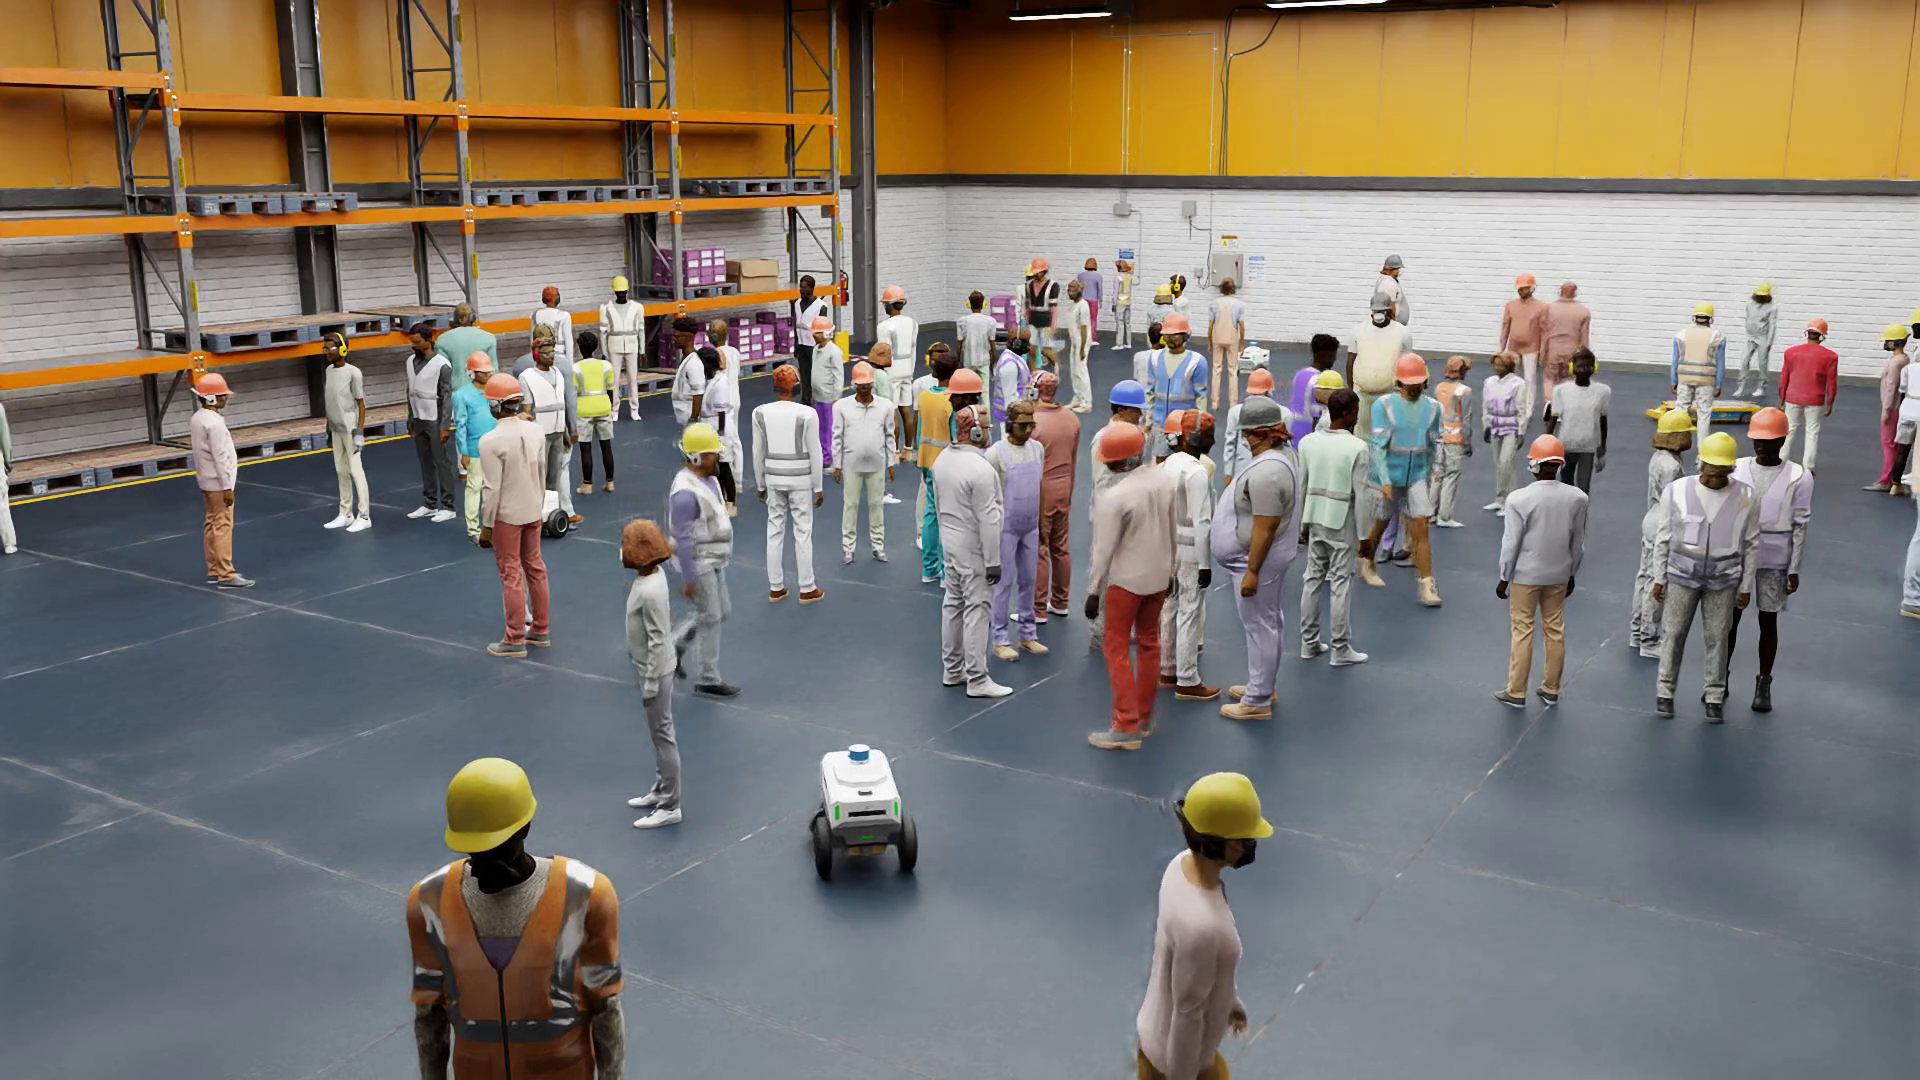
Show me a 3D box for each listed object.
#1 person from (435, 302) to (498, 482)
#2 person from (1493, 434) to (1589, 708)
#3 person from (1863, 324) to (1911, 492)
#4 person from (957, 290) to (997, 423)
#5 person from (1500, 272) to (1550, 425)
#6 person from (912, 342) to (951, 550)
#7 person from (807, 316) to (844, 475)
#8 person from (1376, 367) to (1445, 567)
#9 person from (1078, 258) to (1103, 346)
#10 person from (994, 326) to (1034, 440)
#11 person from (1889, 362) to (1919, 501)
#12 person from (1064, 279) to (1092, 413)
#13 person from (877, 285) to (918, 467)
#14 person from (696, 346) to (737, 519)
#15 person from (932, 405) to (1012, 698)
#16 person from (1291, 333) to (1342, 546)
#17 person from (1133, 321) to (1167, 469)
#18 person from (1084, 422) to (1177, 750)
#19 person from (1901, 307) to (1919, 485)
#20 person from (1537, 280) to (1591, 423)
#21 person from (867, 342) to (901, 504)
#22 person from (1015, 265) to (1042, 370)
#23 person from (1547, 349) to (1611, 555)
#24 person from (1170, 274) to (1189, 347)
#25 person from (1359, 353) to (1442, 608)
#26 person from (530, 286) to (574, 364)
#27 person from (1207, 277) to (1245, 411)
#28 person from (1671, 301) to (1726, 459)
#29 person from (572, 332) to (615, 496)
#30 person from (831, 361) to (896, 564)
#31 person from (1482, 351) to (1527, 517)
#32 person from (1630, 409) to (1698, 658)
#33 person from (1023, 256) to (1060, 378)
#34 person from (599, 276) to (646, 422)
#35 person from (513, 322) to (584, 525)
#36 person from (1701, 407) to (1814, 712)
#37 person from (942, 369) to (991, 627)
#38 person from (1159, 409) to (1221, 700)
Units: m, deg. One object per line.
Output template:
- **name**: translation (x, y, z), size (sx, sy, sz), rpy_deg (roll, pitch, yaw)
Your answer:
- **person**: translation (-5.287, -1.582, 17.910), size (0.629, 1.931, 0.374), rpy_deg (-4, 13, -15)
- **person**: translation (3.674, 0.197, 10.579), size (0.569, 1.751, 0.329), rpy_deg (-3, 13, -13)
- **person**: translation (9.734, -1.379, 17.412), size (0.342, 1.761, 0.525), rpy_deg (10, 16, 37)
- **person**: translation (0.203, -2.133, 20.460), size (0.509, 1.862, 0.328), rpy_deg (0, 13, 2)
- **person**: translation (7.376, -2.512, 21.806), size (0.623, 1.992, 0.395), rpy_deg (11, 17, 40)
- **person**: translation (-0.194, -0.834, 14.814), size (0.534, 1.863, 0.310), rpy_deg (-10, 16, -36)
- **person**: translation (-1.503, -1.601, 18.385), size (0.345, 1.746, 0.573), rpy_deg (-8, 15, -32)
- **person**: translation (3.852, -0.647, 14.224), size (0.523, 1.765, 0.333), rpy_deg (6, 14, 24)
- **person**: translation (2.415, -4.433, 30.950), size (0.493, 1.624, 0.281), rpy_deg (5, 14, 21)
- **person**: translation (0.552, -1.203, 16.486), size (0.429, 1.837, 0.625), rpy_deg (2, 13, 7)
- **person**: translation (9.798, -1.237, 16.948), size (0.319, 1.687, 0.538), rpy_deg (-6, 14, -24)
- **person**: translation (1.626, -2.655, 22.774), size (0.358, 1.835, 0.507), rpy_deg (-3, 13, -12)
- **person**: translation (-0.744, -1.854, 18.843), size (0.379, 2.044, 0.607), rpy_deg (10, 16, 36)
- **person**: translation (-2.366, -1.033, 16.064), size (0.324, 1.686, 0.532), rpy_deg (-9, 16, -33)
- **person**: translation (0.088, 0.071, 10.794), size (0.408, 1.908, 0.641), rpy_deg (-8, 15, -30)
- **person**: translation (3.207, -0.886, 14.878), size (0.675, 1.931, 0.602), rpy_deg (-4, 14, -17)
- **person**: translation (1.940, -1.255, 16.662), size (0.341, 1.857, 0.521), rpy_deg (-12, 18, -43)
- **person**: translation (1.048, 0.266, 9.853), size (0.713, 1.954, 0.406), rpy_deg (-11, 17, -39)
- **person**: translation (10.261, -1.540, 17.786), size (0.419, 1.913, 0.598), rpy_deg (6, 14, 26)
- **person**: translation (7.864, -2.440, 21.717), size (0.666, 1.886, 0.652), rpy_deg (4, 14, 18)
- **person**: translation (-0.787, -1.187, 16.847), size (0.285, 1.633, 0.500), rpy_deg (-4, 14, -17)
- **person**: translation (1.156, -3.555, 26.829), size (0.534, 1.766, 0.317), rpy_deg (1, 13, 5)
- **person**: translation (5.426, -0.778, 14.675), size (0.536, 1.813, 0.995), rpy_deg (5, 14, 19)
- **person**: translation (3.001, -2.738, 23.056), size (0.328, 1.873, 0.518), rpy_deg (3, 13, 13)
- **person**: translation (3.508, -0.504, 13.177), size (0.597, 1.979, 1.046), rpy_deg (-2, 13, -8)
- **person**: translation (-5.144, -2.260, 21.001), size (0.590, 1.873, 0.366), rpy_deg (5, 14, 21)
- **person**: translation (3.663, -2.691, 22.908), size (0.516, 1.843, 0.326), rpy_deg (4, 13, 15)
- **person**: translation (8.575, -1.857, 19.349), size (0.591, 1.824, 0.404), rpy_deg (10, 16, 36)
- **person**: translation (-3.814, -1.304, 17.213), size (0.531, 1.698, 0.320), rpy_deg (-9, 16, -35)
- **person**: translation (-0.824, -0.664, 14.316), size (0.571, 1.751, 0.329), rpy_deg (-3, 13, -13)
- **person**: translation (5.313, -1.041, 16.255), size (0.446, 1.612, 0.535), rpy_deg (-7, 15, -28)
- **person**: translation (4.943, -0.047, 11.659), size (0.292, 1.746, 0.484), rpy_deg (2, 13, 9)
- **person**: translation (1.257, -3.267, 25.053), size (0.652, 2.011, 0.674), rpy_deg (9, 15, 33)
- **person**: translation (-4.453, -2.525, 22.008), size (0.593, 1.924, 0.384), rpy_deg (-4, 14, -17)
- **person**: translation (-3.888, -1.083, 15.726), size (0.627, 1.940, 0.372), rpy_deg (4, 13, 16)
- **person**: translation (5.030, 0.121, 10.509), size (0.548, 1.937, 0.358), rpy_deg (9, 16, 33)
- **person**: translation (0.050, -0.304, 12.352), size (0.371, 1.935, 0.551), rpy_deg (-1, 13, -5)
- **person**: translation (1.484, 0.091, 10.749), size (0.353, 1.886, 0.578), rpy_deg (-4, 13, -15)
